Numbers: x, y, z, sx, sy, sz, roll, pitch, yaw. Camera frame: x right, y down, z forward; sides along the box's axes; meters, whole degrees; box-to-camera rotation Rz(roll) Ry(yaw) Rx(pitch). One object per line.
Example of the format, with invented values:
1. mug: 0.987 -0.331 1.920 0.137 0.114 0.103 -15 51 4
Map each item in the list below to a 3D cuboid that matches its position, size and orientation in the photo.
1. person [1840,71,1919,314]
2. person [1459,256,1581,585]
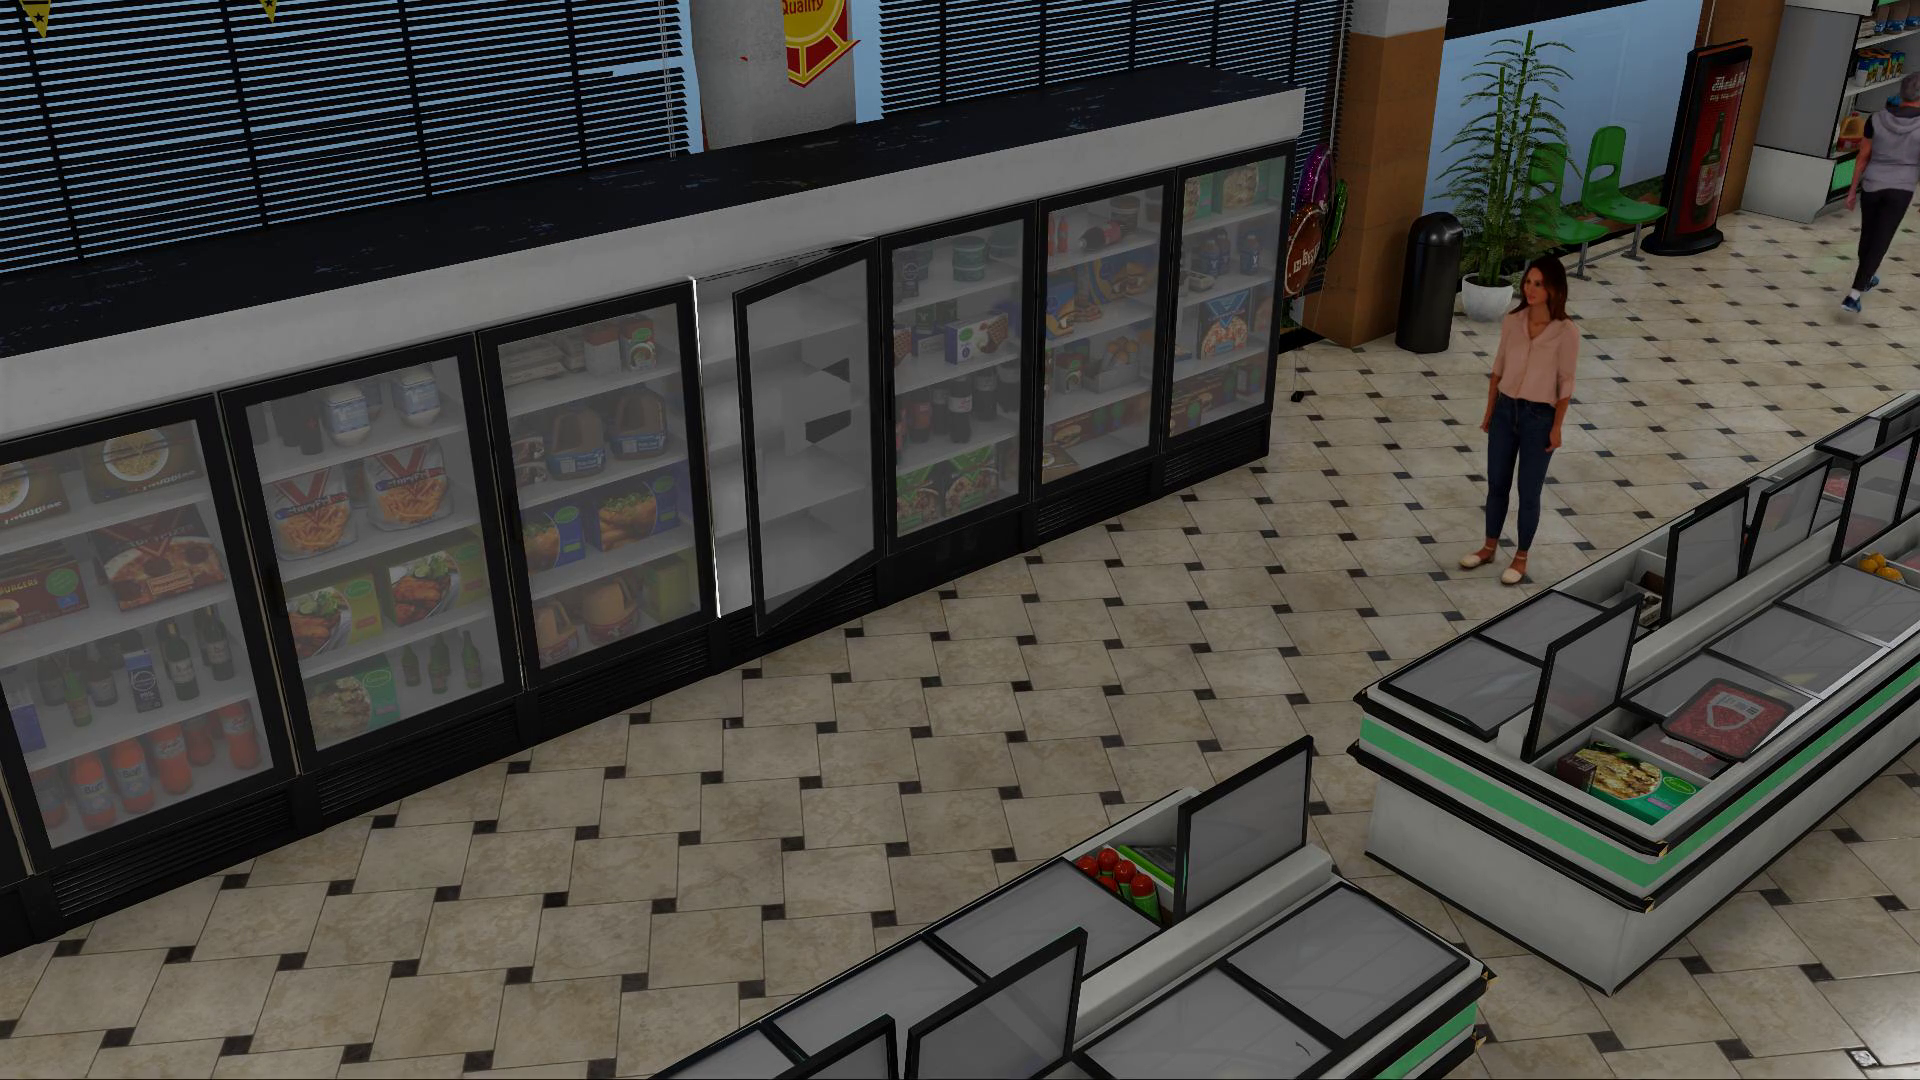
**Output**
1. person: 6.974 -2.571 12.571 0.795 1.779 1.256 23 35 38
2. person: 2.971 -0.627 8.725 0.527 1.790 0.601 -23 35 -38
